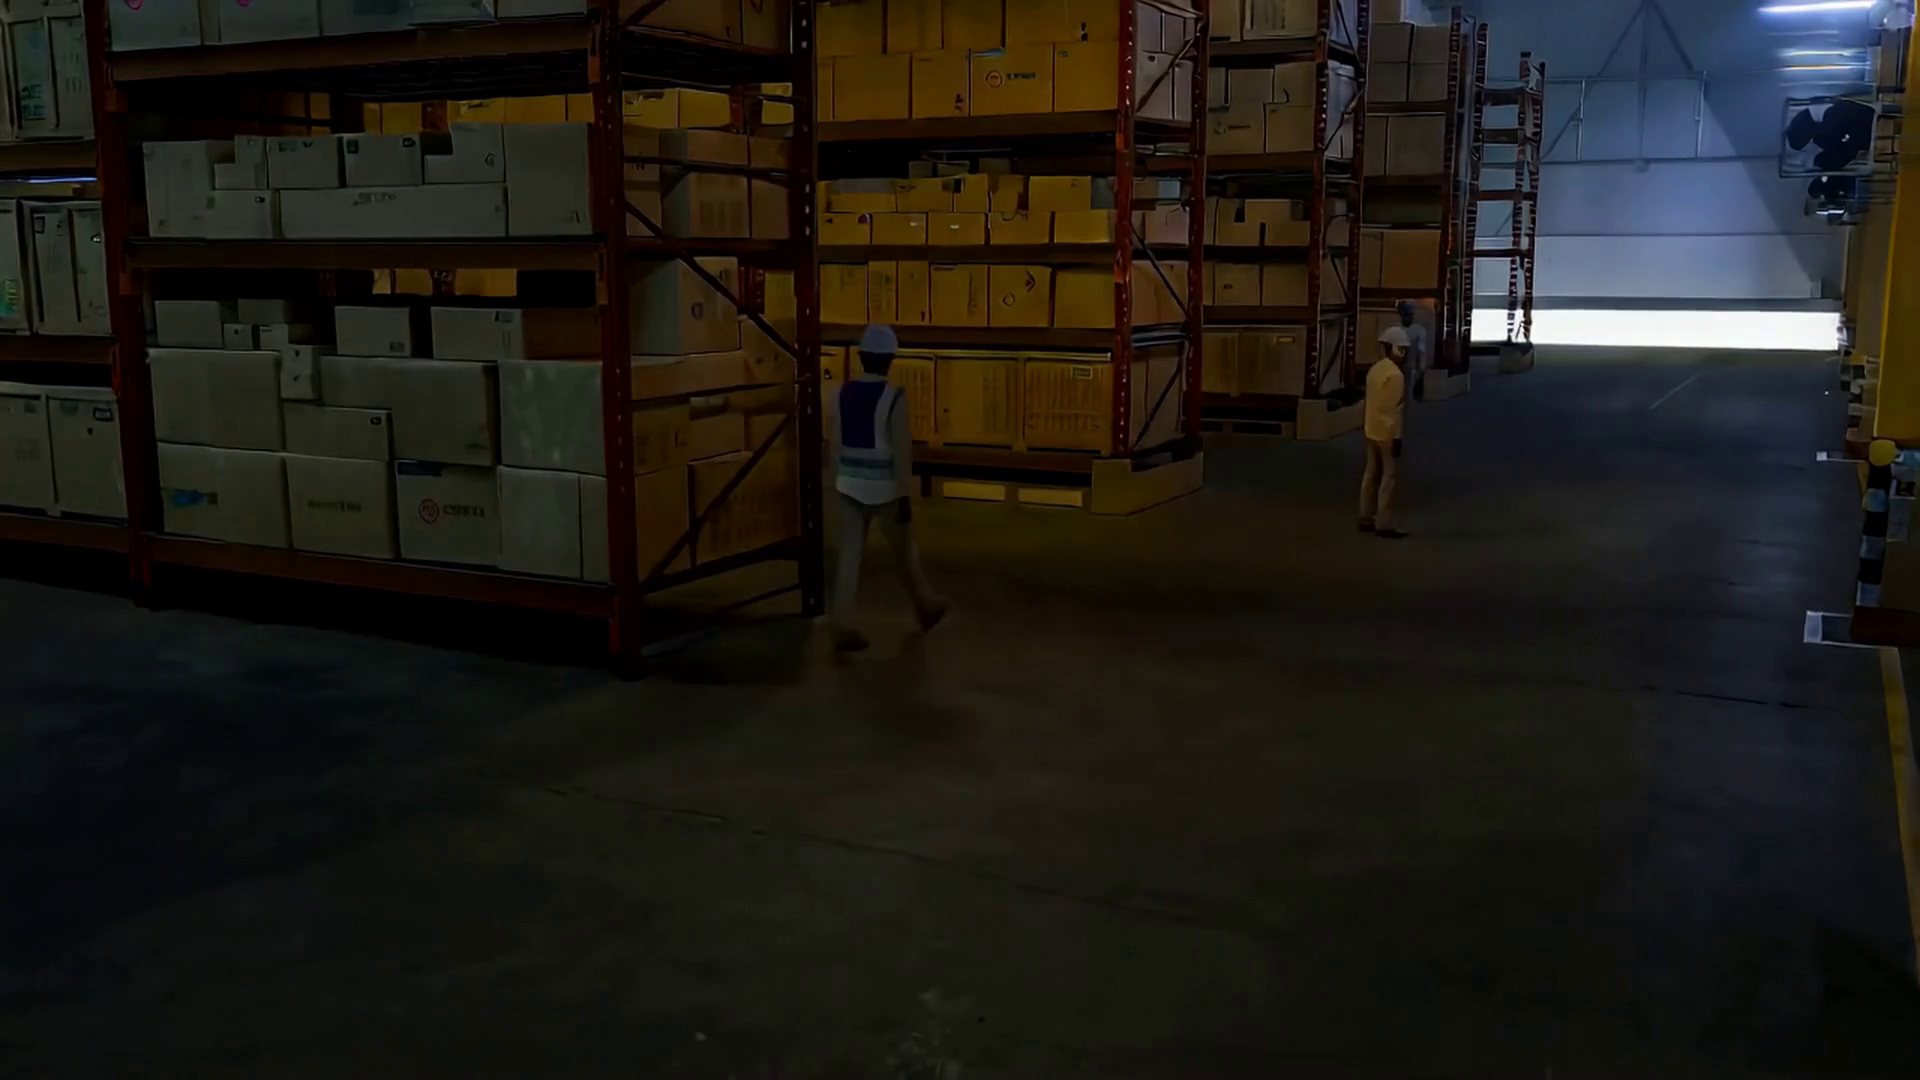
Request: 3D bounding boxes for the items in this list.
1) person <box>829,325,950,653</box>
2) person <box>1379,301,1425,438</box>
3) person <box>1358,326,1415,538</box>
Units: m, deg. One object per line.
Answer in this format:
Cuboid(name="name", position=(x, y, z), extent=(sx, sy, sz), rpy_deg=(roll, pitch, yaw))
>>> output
Cuboid(name="person", position=(-0.446, -0.322, 9.921), extent=(0.639, 1.900, 0.955), rpy_deg=(7, 12, 33))
Cuboid(name="person", position=(5.584, -2.158, 21.100), extent=(0.530, 1.727, 0.845), rpy_deg=(6, 11, 31))
Cuboid(name="person", position=(3.530, -0.888, 13.703), extent=(0.368, 1.736, 0.581), rpy_deg=(-1, 10, -7))
